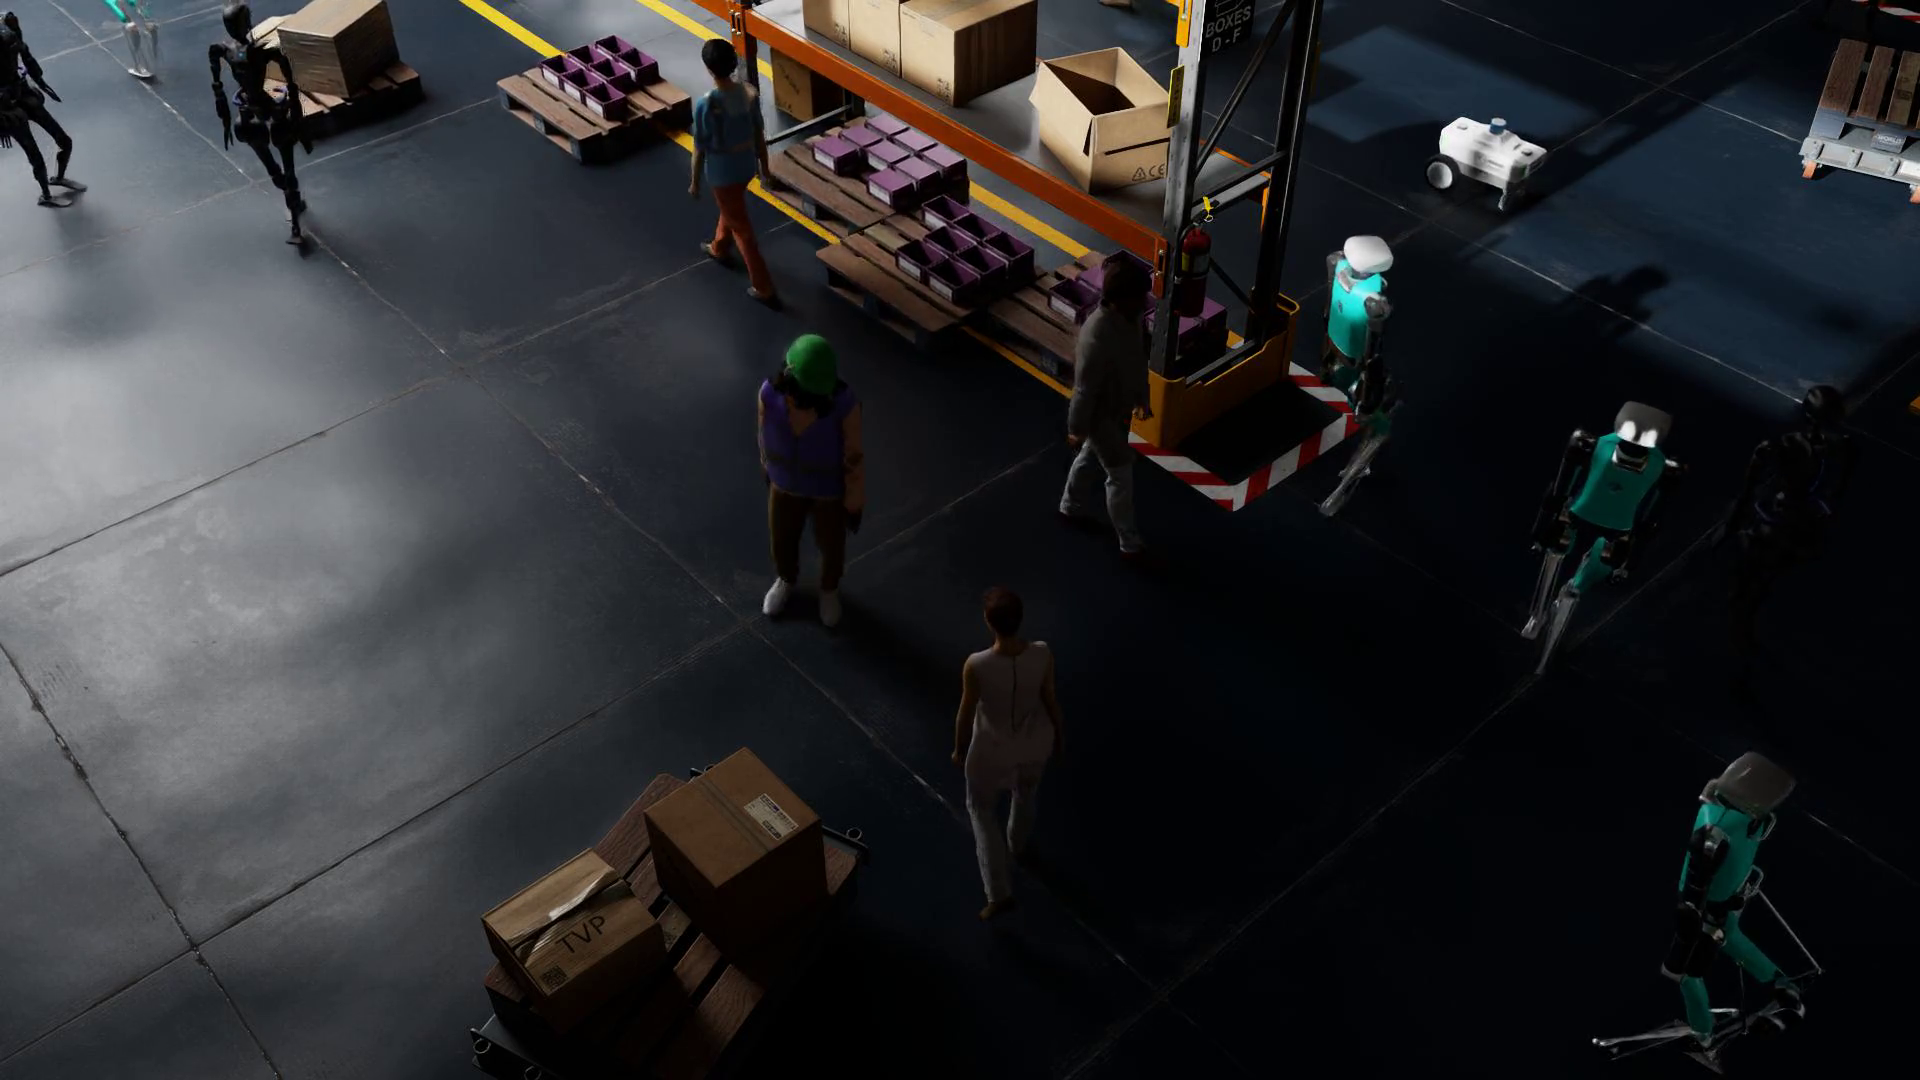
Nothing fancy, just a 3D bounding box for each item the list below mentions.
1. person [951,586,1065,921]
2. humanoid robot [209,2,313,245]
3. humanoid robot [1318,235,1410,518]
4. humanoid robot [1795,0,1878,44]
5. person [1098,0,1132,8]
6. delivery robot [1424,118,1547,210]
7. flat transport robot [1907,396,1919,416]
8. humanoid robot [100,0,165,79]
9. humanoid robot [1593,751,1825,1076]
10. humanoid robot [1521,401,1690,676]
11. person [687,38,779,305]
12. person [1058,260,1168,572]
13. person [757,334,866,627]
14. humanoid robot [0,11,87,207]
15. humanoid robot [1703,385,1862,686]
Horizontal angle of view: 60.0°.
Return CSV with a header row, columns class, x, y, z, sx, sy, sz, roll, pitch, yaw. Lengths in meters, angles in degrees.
class,x,y,z,sx,sy,sz,roll,pitch,yaw
person,0.235,0.947,7.059,0.493,1.634,0.607,-8,43,-9
humanoid robot,-4.660,-2.766,11.083,0.599,1.627,0.734,0,43,0
humanoid robot,2.249,-0.893,8.977,0.690,1.770,0.548,-13,44,-14
humanoid robot,7.260,-4.771,13.258,0.688,1.639,0.600,9,43,10
person,1.375,-5.304,13.707,0.374,1.841,0.507,14,45,15
delivery robot,3.748,-2.720,11.856,0.784,0.613,0.523,33,52,31
flat transport robot,6.467,-0.989,10.171,1.431,0.231,0.659,-31,51,-29
humanoid robot,-6.524,-4.323,12.765,0.783,1.840,0.530,28,49,27
humanoid robot,2.989,1.570,6.326,0.805,1.801,0.545,30,50,28
humanoid robot,3.089,-0.059,8.106,0.574,1.807,0.795,17,45,17
person,-1.469,-2.365,10.596,0.512,1.719,0.913,-33,52,-31
person,0.873,-0.644,8.665,0.837,1.797,0.521,20,46,21
person,-0.722,-0.274,8.195,0.569,1.891,0.509,7,43,8
humanoid robot,-6.425,-3.012,11.337,0.342,1.634,0.608,6,43,6
humanoid robot,4.017,-0.002,8.063,0.602,1.630,0.599,-2,43,-3
